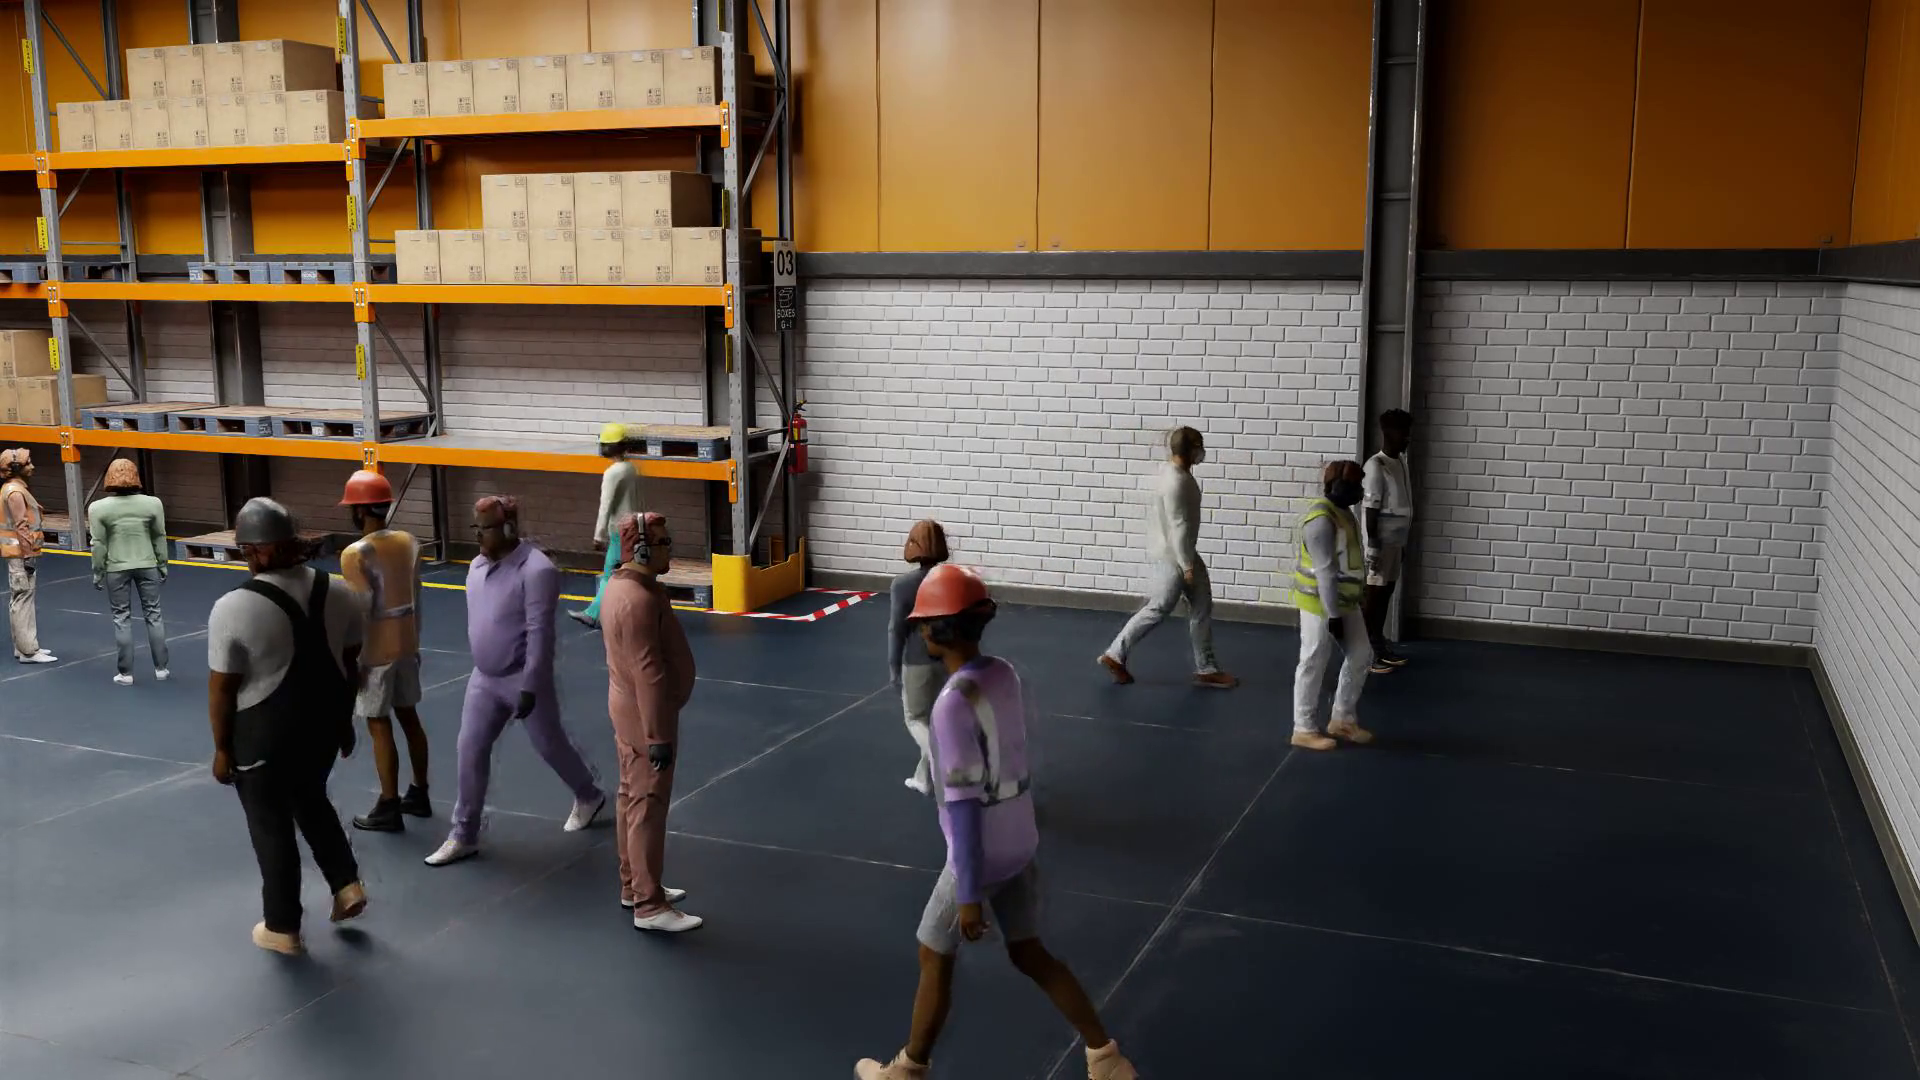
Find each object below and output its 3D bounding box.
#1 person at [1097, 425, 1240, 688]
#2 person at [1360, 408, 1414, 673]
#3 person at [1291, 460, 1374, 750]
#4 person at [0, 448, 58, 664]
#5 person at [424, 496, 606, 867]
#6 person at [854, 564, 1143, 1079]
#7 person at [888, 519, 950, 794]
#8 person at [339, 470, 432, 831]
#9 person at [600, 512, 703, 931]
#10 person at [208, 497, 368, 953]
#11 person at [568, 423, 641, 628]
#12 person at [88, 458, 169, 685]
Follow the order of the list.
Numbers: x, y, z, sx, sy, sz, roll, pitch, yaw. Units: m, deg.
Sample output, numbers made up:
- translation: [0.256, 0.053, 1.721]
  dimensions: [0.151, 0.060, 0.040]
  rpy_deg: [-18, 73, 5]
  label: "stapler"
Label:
- translation: [1.481, 0.121, 11.844]
  dimensions: [0.981, 1.902, 0.631]
  rpy_deg: [3, 10, 18]
  label: "person"
- translation: [3.178, -0.005, 12.398]
  dimensions: [0.361, 1.962, 0.612]
  rpy_deg: [6, 11, 34]
  label: "person"
- translation: [2.353, 0.418, 10.292]
  dimensions: [0.604, 1.824, 0.647]
  rpy_deg: [6, 11, 32]
  label: "person"
- translation: [-7.112, 0.121, 12.624]
  dimensions: [0.308, 1.640, 0.510]
  rpy_deg: [-6, 11, -34]
  label: "person"
- translation: [-2.276, 0.681, 8.577]
  dimensions: [0.644, 1.852, 1.015]
  rpy_deg: [5, 11, 30]
  label: "person"
- translation: [0.141, 1.082, 5.792]
  dimensions: [1.047, 1.990, 0.663]
  rpy_deg: [4, 10, 23]
  label: "person"
- translation: [-0.147, 0.691, 9.257]
  dimensions: [0.503, 1.614, 0.673]
  rpy_deg: [-6, 11, -32]
  label: "person"
- translation: [-3.106, 0.587, 8.902]
  dimensions: [0.377, 1.933, 0.551]
  rpy_deg: [4, 10, 21]
  label: "person"
- translation: [-1.409, 0.818, 7.592]
  dimensions: [0.410, 1.909, 0.643]
  rpy_deg: [-3, 10, -20]
  label: "person"
- translation: [-2.991, 0.799, 7.302]
  dimensions: [0.539, 2.000, 0.686]
  rpy_deg: [6, 11, 32]
  label: "person"
- translation: [-2.872, -0.081, 13.545]
  dimensions: [0.852, 1.724, 0.548]
  rpy_deg: [1, 9, 8]
  label: "person"
- translation: [-5.976, 0.228, 11.986]
  dimensions: [0.503, 1.632, 0.271]
  rpy_deg: [-7, 12, -36]
  label: "person"
